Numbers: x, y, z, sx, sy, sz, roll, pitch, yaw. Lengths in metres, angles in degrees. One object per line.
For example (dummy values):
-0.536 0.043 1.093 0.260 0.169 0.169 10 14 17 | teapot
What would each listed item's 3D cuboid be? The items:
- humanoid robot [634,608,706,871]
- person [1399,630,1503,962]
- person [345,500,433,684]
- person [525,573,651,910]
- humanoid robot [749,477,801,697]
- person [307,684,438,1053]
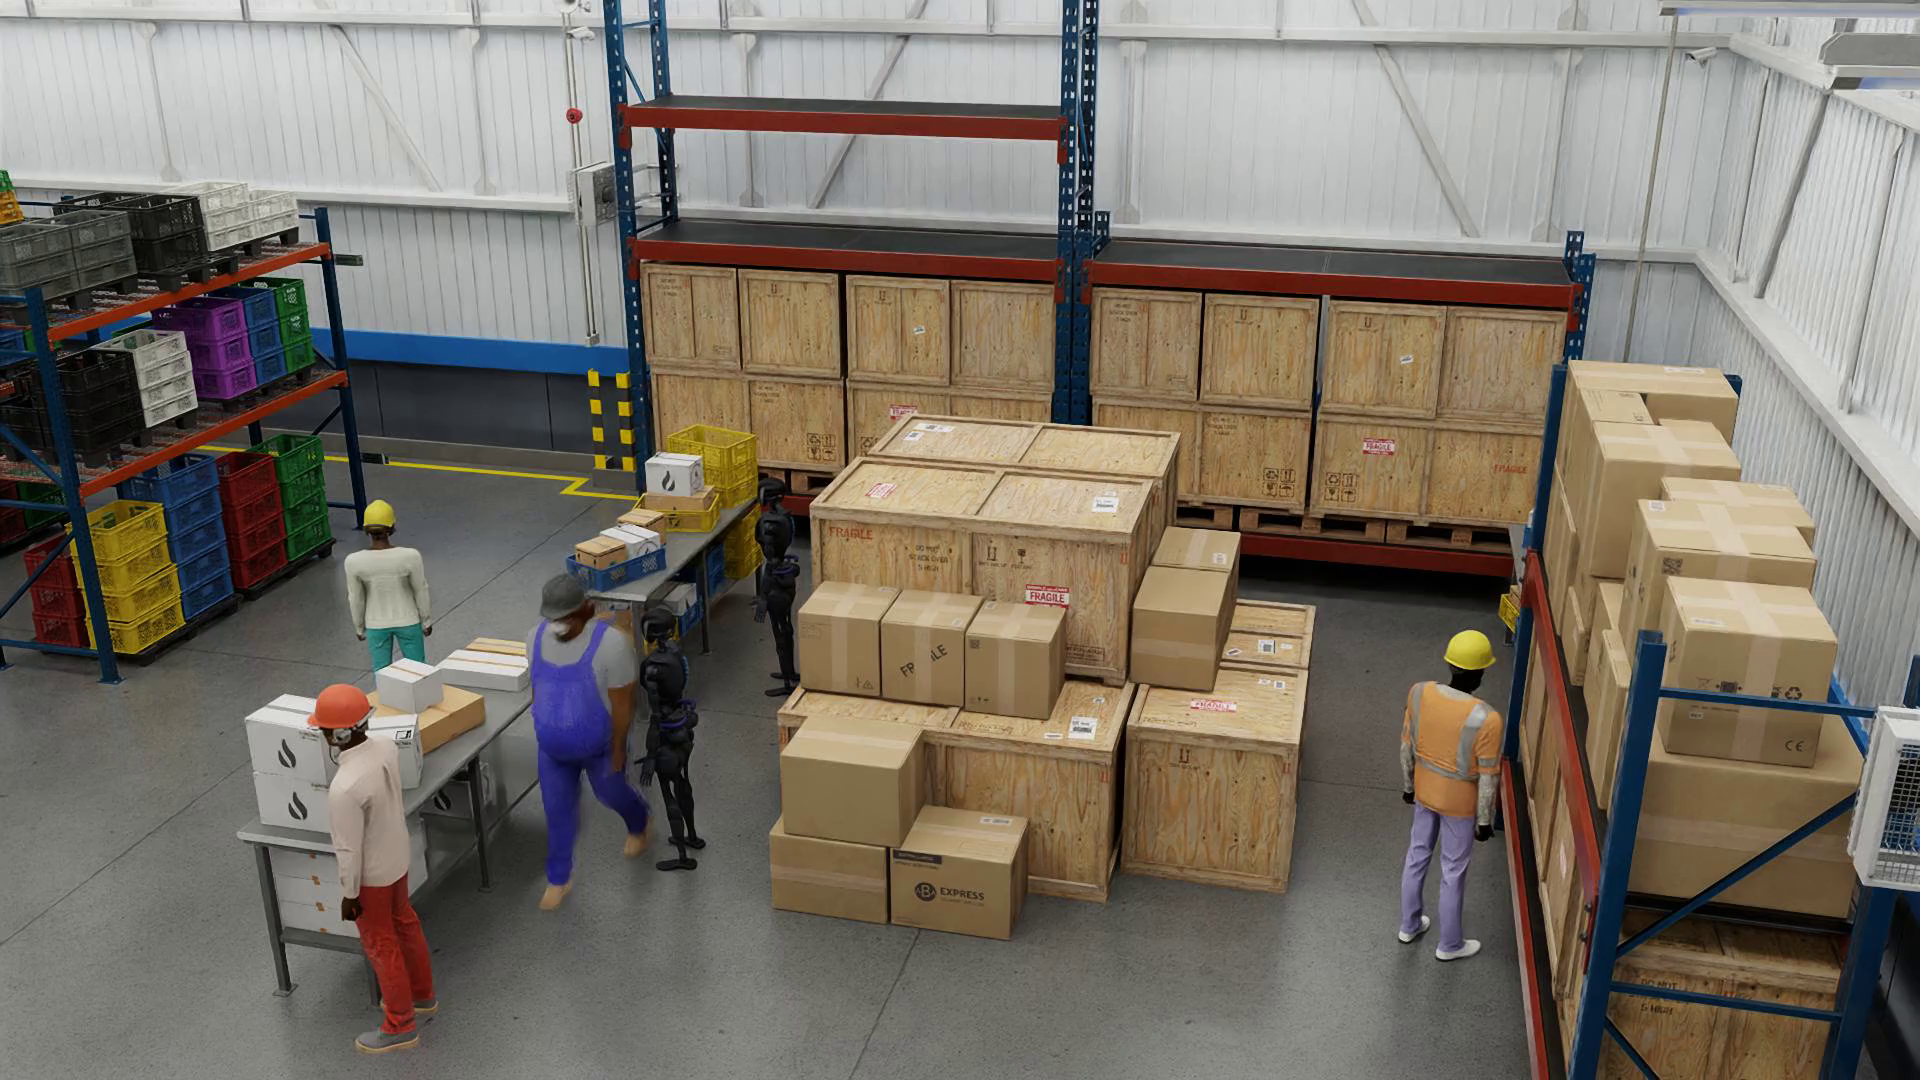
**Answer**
-1.747 1.181 9.964 0.315 1.657 0.609 3 21 7 | humanoid robot
2.671 1.387 9.093 0.383 1.927 0.587 -16 26 -36 | person
-3.903 0.573 11.447 0.523 1.769 0.312 -5 21 -12 | person
-2.200 1.077 9.748 0.684 2.000 0.885 5 21 12 | person
-1.351 0.330 12.192 0.326 1.657 0.588 2 21 4 | humanoid robot
-2.970 1.629 8.381 0.399 1.987 0.613 1 21 4 | person
